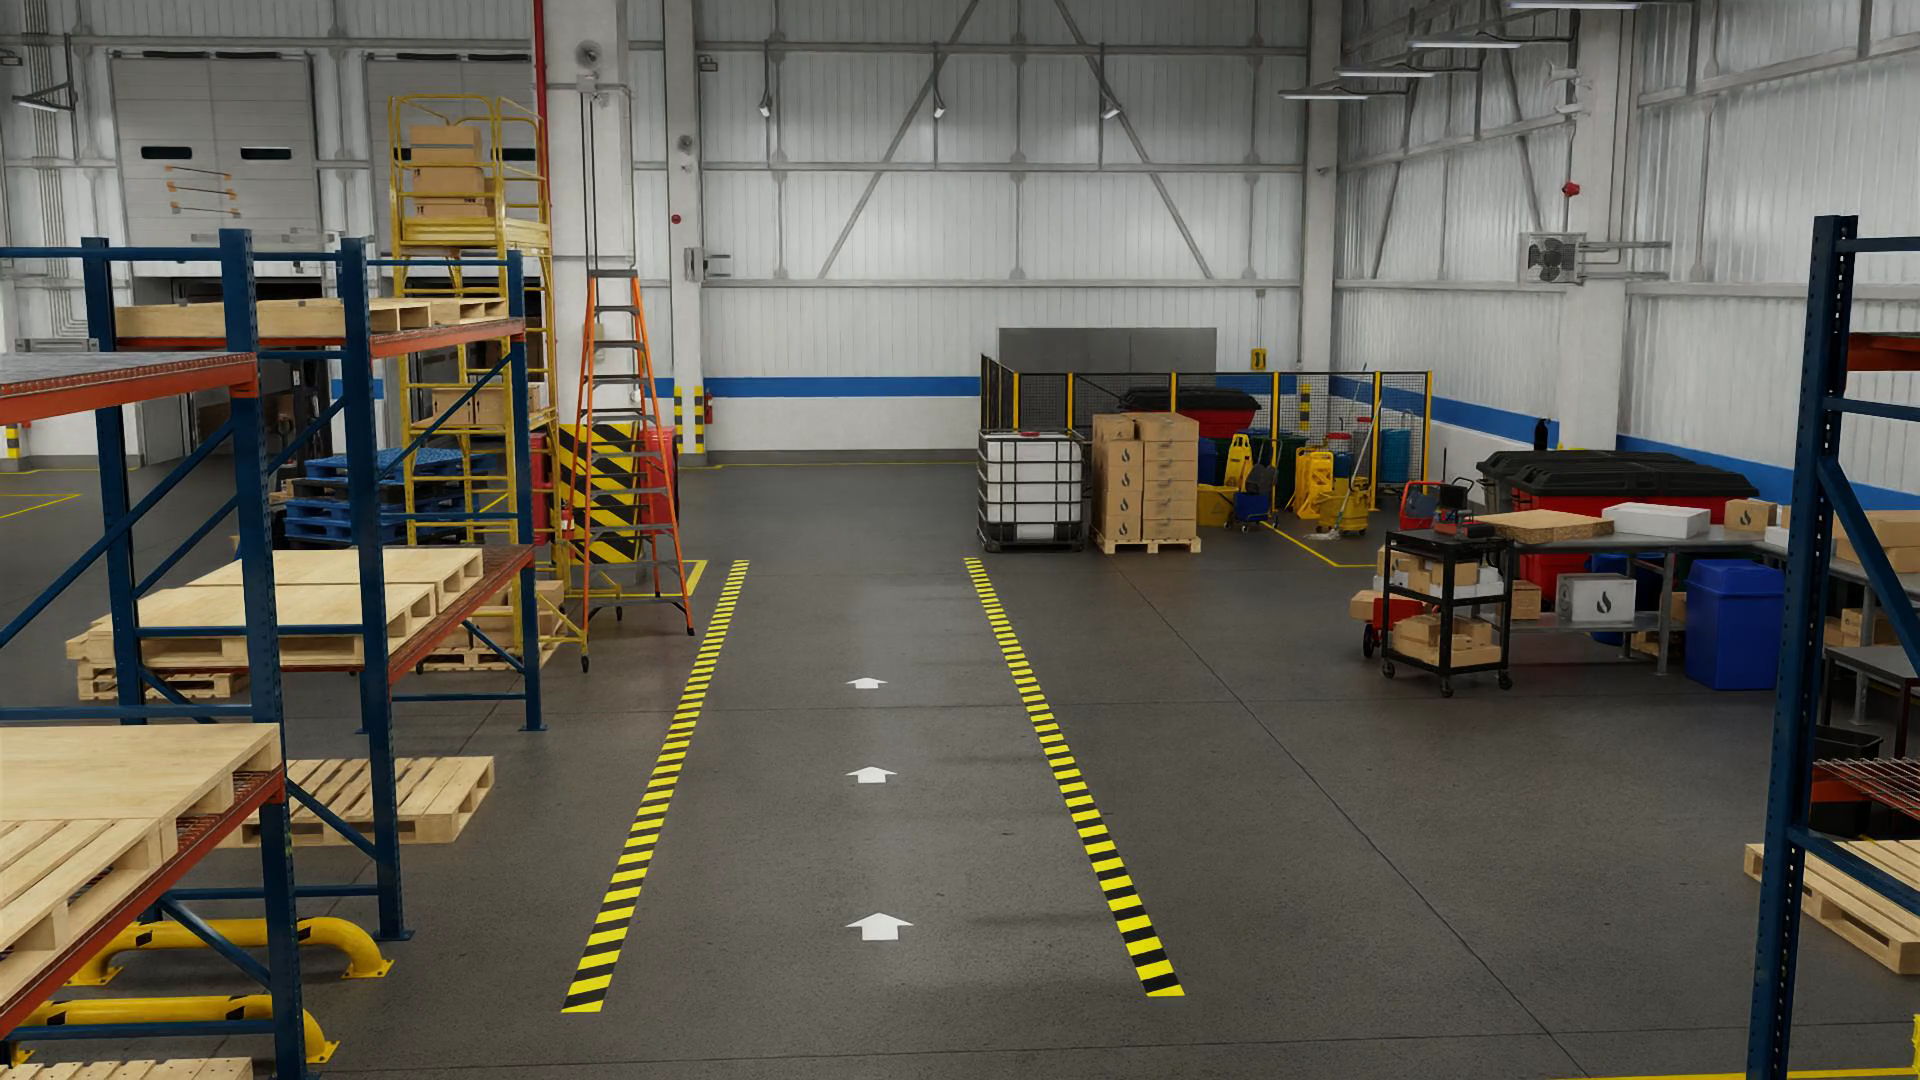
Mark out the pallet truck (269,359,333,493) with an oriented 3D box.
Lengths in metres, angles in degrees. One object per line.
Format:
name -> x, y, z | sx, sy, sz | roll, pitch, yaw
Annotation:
pallet truck -> -7.062, -1.131, 18.996 | 1.885, 1.965, 0.823 | 2, 9, 13
